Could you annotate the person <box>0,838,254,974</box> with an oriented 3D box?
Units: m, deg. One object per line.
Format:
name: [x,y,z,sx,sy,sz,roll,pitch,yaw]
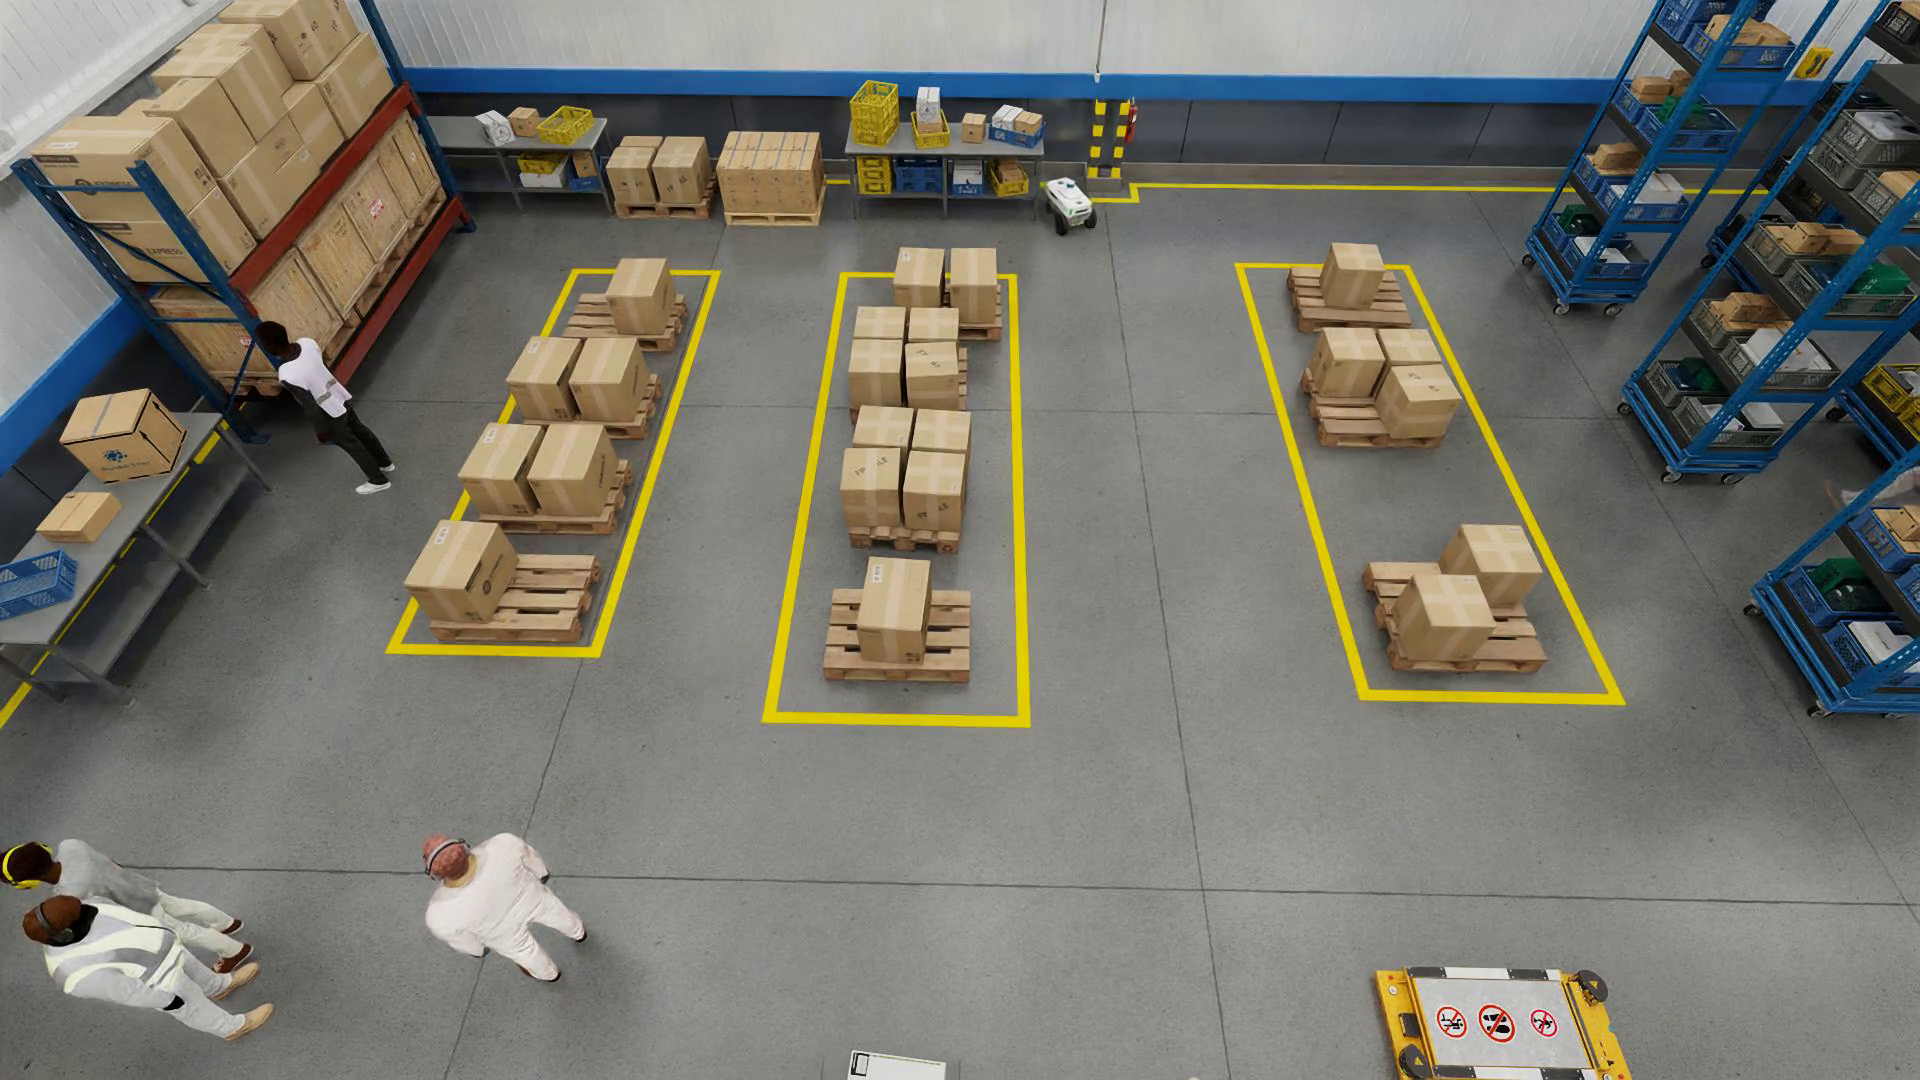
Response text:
person: [-5.052,2.264,5.604,0.335,1.864,0.521,-29,57,-22]

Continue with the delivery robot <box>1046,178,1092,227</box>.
delivery robot: [1.404,-4.389,11.806,0.477,0.478,0.707,-18,53,-14]

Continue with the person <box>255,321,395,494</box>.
person: [-5.775,-1.205,8.395,0.392,1.920,0.589,-7,51,-5]

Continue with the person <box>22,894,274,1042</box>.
person: [-4.779,2.511,5.424,0.431,1.835,0.623,-33,58,-24]

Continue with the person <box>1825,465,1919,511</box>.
person: [8.765,-0.730,8.007,0.679,1.920,1.058,-30,57,-22]

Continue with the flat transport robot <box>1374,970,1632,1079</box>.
flat transport robot: [3.501,3.133,5.914,1.431,0.197,0.652,1,51,1]

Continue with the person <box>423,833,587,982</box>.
person: [-2.786,2.235,5.599,0.407,1.908,0.641,22,54,17]
